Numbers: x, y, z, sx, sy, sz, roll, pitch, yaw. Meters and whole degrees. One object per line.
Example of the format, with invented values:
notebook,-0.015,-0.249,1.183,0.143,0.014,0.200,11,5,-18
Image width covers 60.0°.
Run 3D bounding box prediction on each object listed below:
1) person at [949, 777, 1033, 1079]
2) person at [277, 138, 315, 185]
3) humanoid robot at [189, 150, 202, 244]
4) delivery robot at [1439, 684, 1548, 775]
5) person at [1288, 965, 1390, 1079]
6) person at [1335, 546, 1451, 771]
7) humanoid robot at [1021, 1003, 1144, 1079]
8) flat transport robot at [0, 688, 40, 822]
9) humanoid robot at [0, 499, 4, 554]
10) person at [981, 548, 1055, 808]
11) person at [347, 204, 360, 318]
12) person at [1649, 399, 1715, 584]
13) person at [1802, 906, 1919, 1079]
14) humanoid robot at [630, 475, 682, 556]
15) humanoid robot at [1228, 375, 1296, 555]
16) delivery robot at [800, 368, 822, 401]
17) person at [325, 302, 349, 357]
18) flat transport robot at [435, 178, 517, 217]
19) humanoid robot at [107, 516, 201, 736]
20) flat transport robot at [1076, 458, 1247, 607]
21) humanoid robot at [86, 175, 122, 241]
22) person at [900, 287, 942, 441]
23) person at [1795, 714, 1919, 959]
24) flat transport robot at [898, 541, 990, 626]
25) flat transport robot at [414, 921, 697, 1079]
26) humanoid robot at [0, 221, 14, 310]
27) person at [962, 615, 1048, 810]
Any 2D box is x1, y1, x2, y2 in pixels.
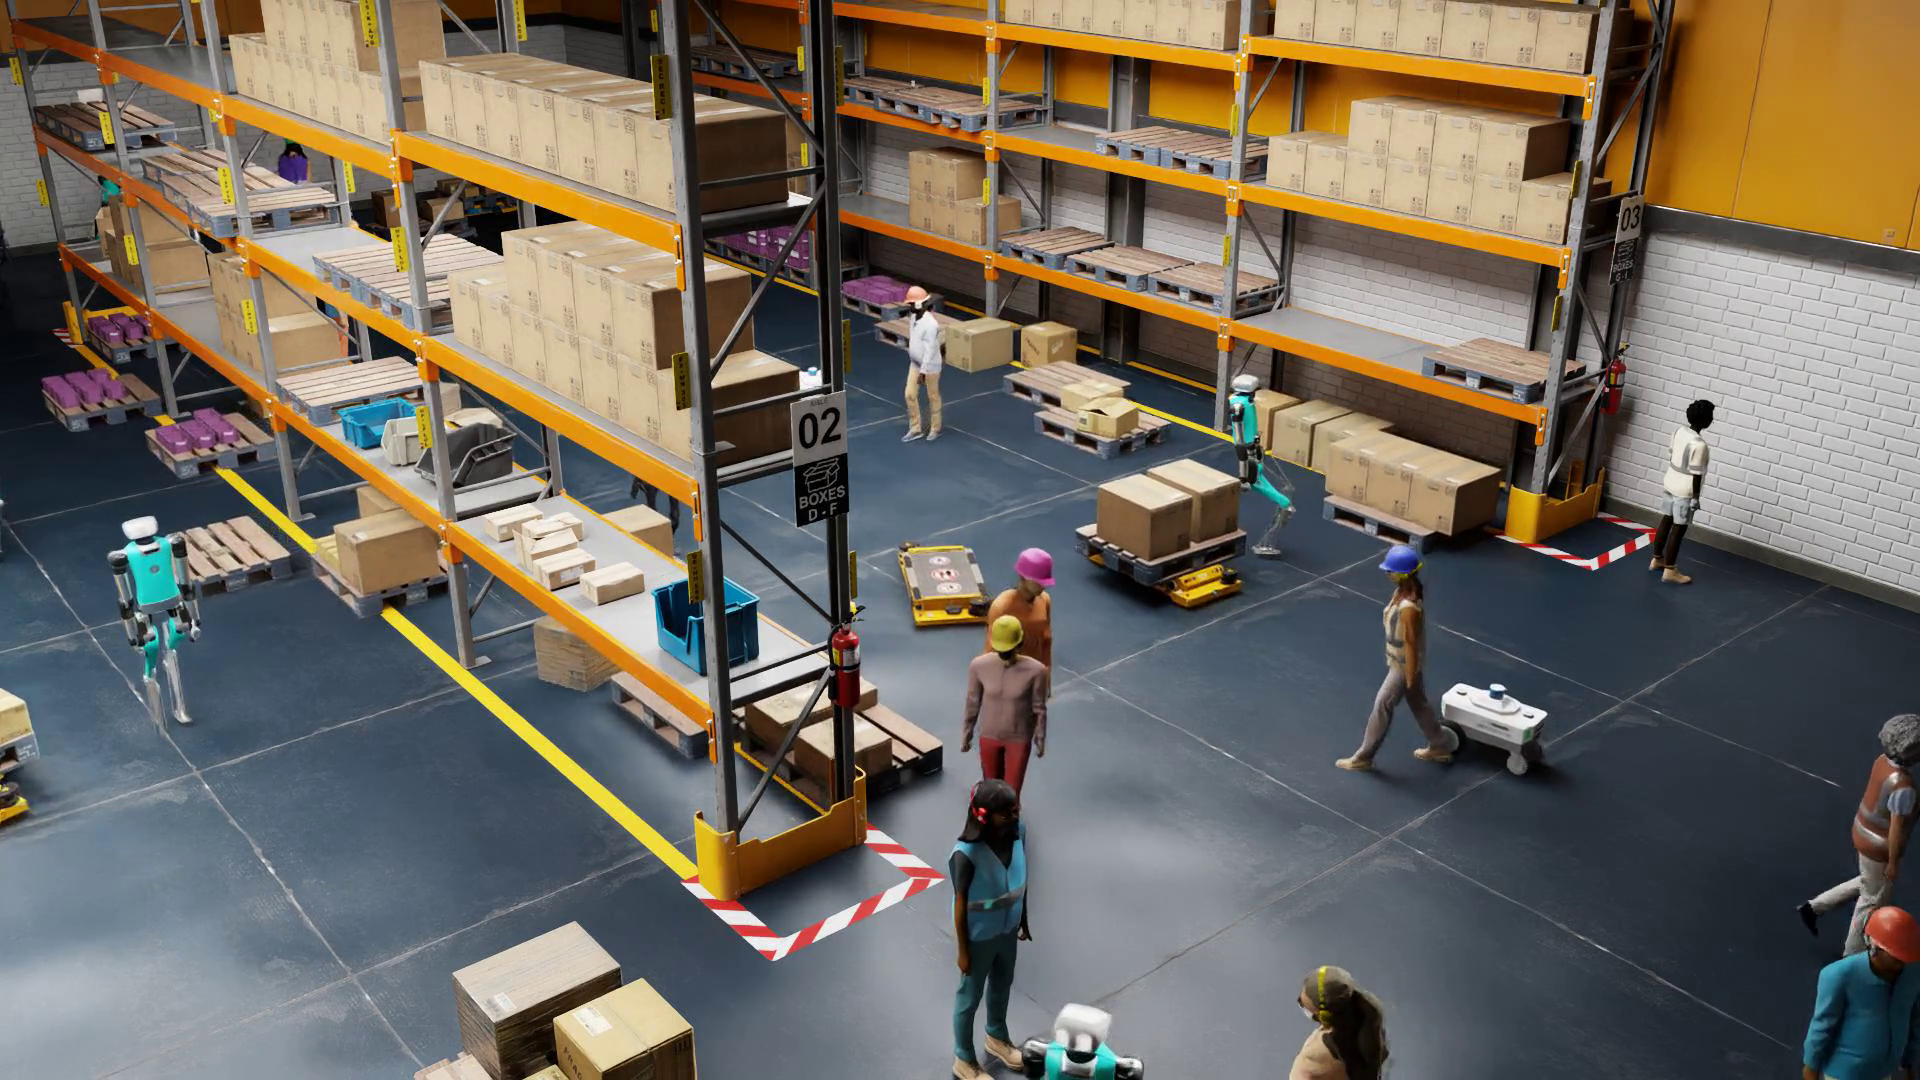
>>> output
person,0.150,2.075,8.843,0.506,1.861,0.387,-19,30,-37
person,-10.377,-5.412,26.110,0.554,1.906,0.532,-1,23,-2
humanoid robot,-12.052,-5.190,25.882,0.806,1.811,0.533,21,31,39
delivery robot,3.891,1.331,12.179,0.769,0.577,0.499,19,30,37
person,1.626,2.685,7.428,0.454,1.853,0.594,21,31,40
person,3.197,0.853,11.832,0.814,1.742,0.523,4,24,9
humanoid robot,0.599,2.733,7.569,0.541,1.838,0.814,6,24,15
flat transport robot,-7.218,1.736,11.623,1.431,0.231,0.659,16,28,32
humanoid robot,-9.164,-0.606,15.235,1.057,1.738,0.538,15,27,30
person,0.422,0.965,11.283,0.532,1.953,0.573,-18,29,-35
person,-8.270,-3.771,22.668,0.440,1.617,0.860,-20,30,-38
person,6.480,-0.448,14.877,0.317,1.695,0.539,0,23,-1
person,4.348,2.465,8.093,0.559,1.732,0.738,-5,24,-12
humanoid robot,-2.756,-0.618,15.307,0.603,1.640,0.384,-13,27,-27
humanoid robot,2.831,-0.619,15.247,0.826,1.773,0.545,9,25,20
delivery robot,-1.689,-1.687,19.184,0.499,0.590,0.793,-5,24,-11
person,-7.523,-2.760,20.147,0.303,1.764,0.508,-11,26,-23
flat transport robot,-8.538,-5.804,29.083,1.431,0.231,0.659,-18,29,-36
humanoid robot,-5.987,0.635,12.390,0.536,1.852,0.701,-19,30,-37
flat transport robot,1.821,0.217,15.140,0.659,0.231,1.431,-16,28,-33
humanoid robot,-12.598,-4.611,24.489,0.553,1.787,0.783,13,27,27
person,-0.446,-1.907,18.225,0.600,1.718,0.531,-20,31,-39
person,5.342,1.777,9.755,0.451,1.680,0.450,6,24,15
flat transport robot,-0.150,0.369,14.788,0.659,0.231,1.431,-3,24,-7
flat transport robot,-2.079,3.096,8.474,1.431,0.231,0.659,-18,29,-36
humanoid robot,-13.614,-4.098,23.382,0.612,1.640,0.561,-2,23,-4
person,0.289,1.278,10.810,0.542,1.759,0.473,5,24,12
